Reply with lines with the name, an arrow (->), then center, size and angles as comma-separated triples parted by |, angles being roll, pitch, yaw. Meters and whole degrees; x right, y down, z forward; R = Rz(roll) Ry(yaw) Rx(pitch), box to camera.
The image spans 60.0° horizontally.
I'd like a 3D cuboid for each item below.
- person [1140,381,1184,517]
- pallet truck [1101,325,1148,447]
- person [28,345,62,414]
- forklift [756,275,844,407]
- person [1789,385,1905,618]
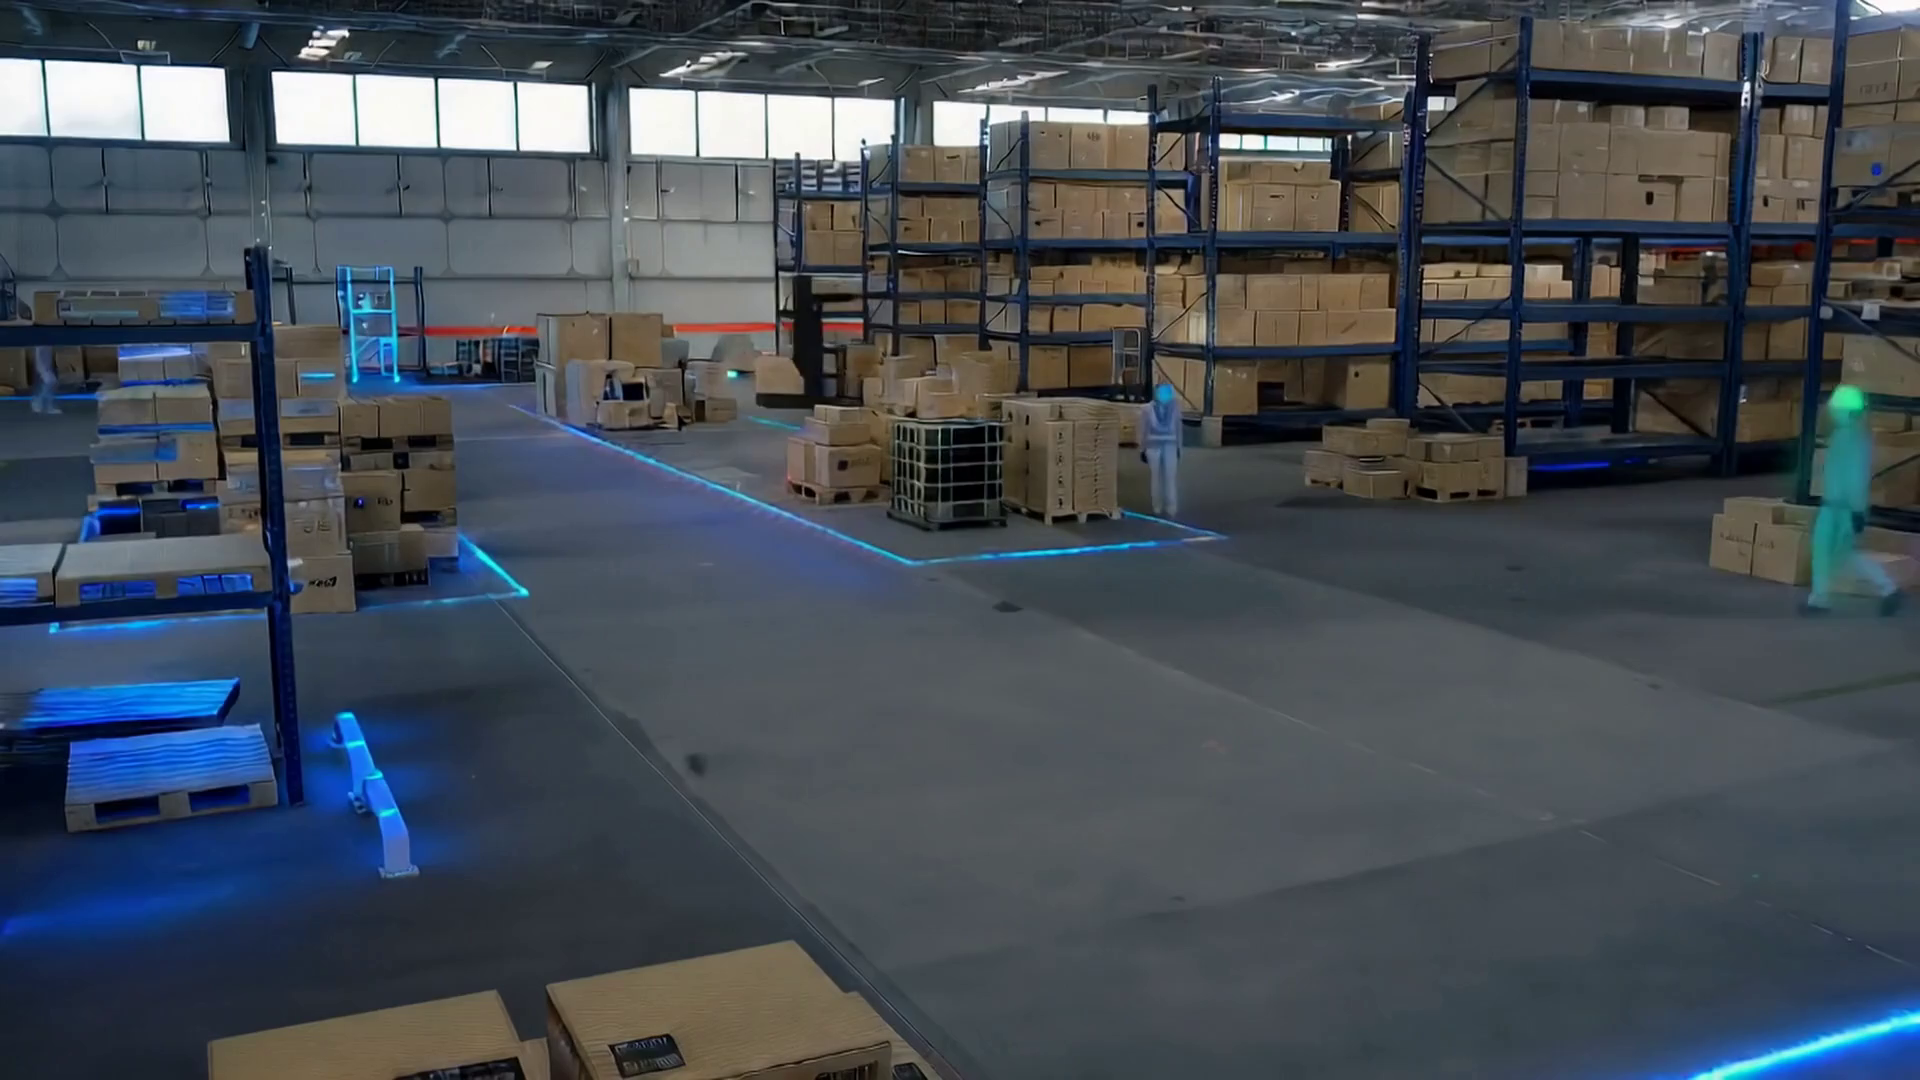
person -> 2.384, -1.059, 19.606 | 0.526, 1.593, 0.848 | 0, 9, 2
pallet truck -> 2.881, -2.596, 27.923 | 0.823, 1.965, 1.885 | -1, 9, -7
person -> -18.623, -3.511, 33.821 | 0.545, 1.925, 0.503 | 9, 13, 44
forklift -> -3.375, -4.255, 35.484 | 1.873, 2.768, 1.129 | 0, 9, 3
person -> 7.396, -0.305, 13.790 | 0.760, 1.968, 0.620 | 0, 9, 2
